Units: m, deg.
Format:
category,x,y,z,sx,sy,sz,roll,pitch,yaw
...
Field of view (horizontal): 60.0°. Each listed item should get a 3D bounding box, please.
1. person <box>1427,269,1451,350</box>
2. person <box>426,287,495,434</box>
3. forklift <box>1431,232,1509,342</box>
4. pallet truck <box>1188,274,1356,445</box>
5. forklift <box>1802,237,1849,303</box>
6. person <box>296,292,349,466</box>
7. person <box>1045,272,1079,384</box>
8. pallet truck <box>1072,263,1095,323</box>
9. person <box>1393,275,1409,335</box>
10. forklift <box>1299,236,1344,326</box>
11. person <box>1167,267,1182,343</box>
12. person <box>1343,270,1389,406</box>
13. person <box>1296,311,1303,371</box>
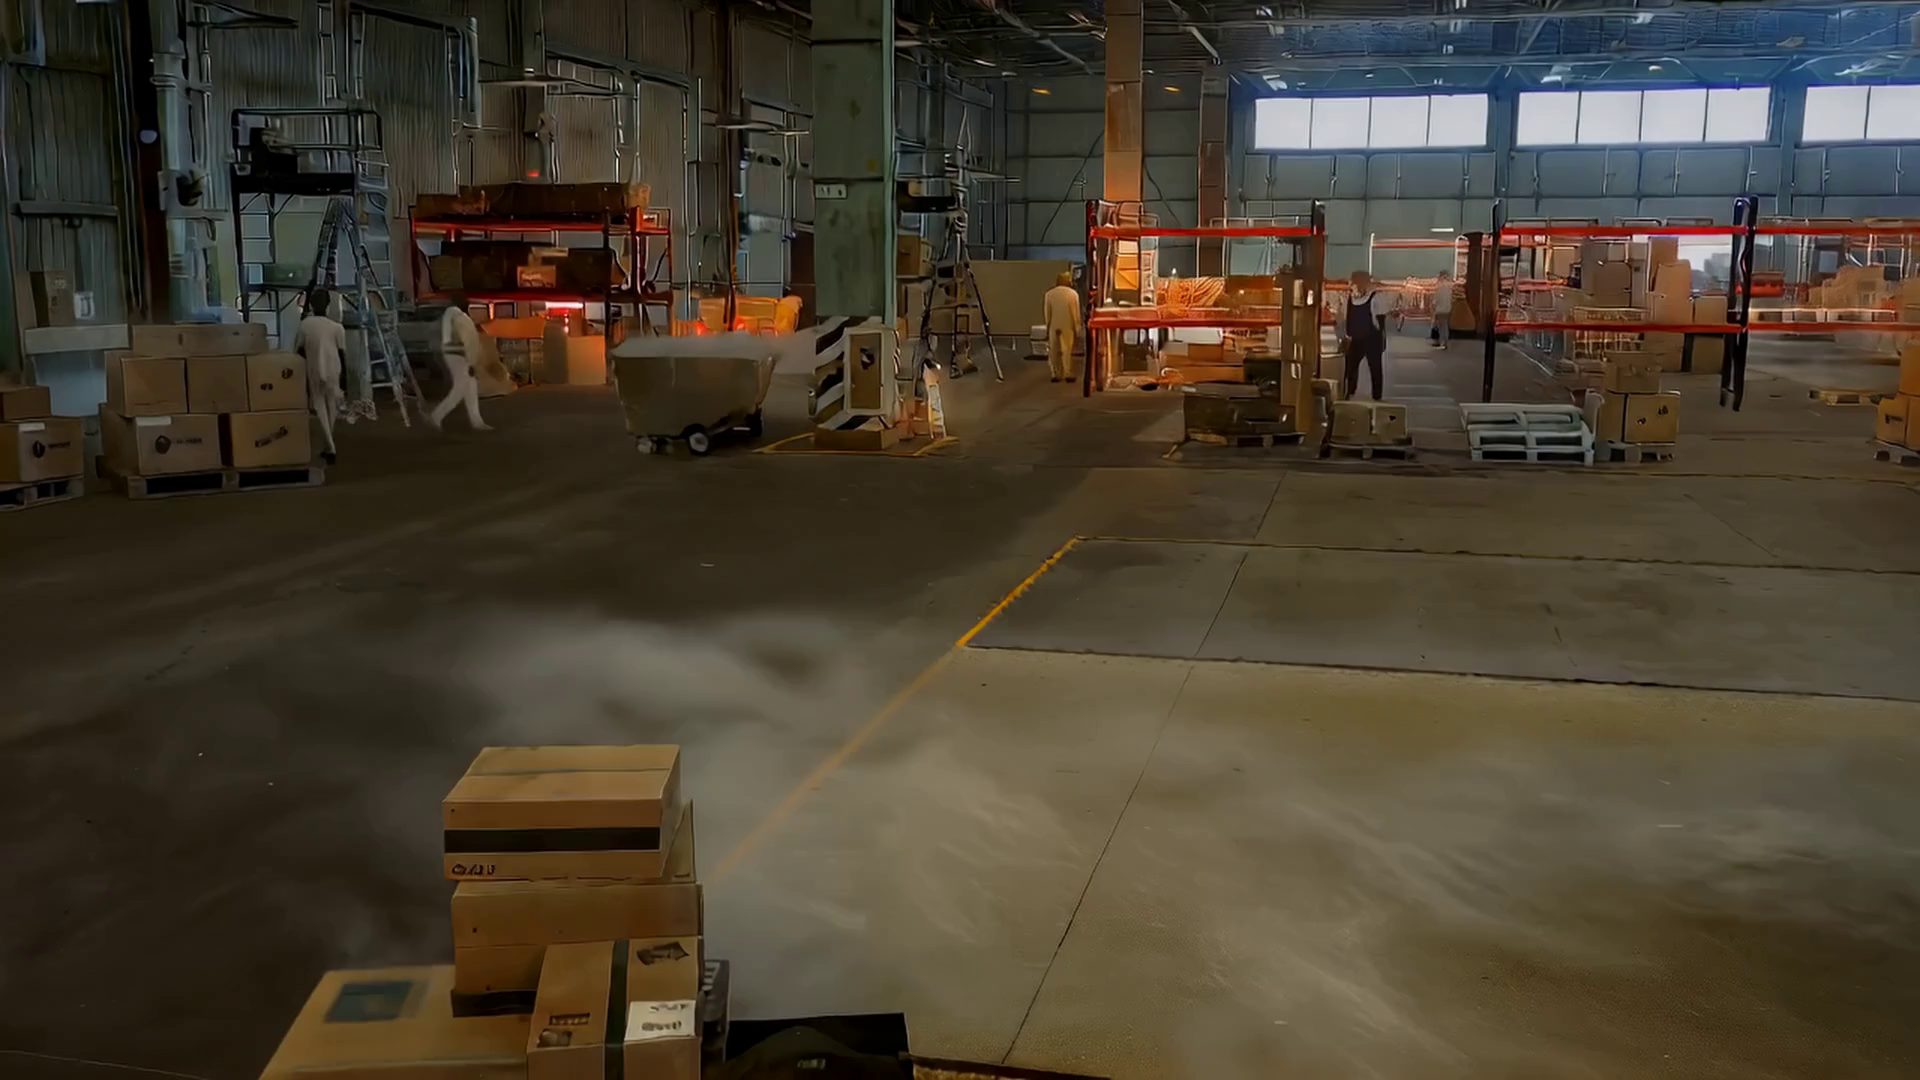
category,x,y,z,sx,sy,sz,roll,pitch,yaw
person,11.394,-5.431,39.277,0.540,1.915,0.693,9,13,42
person,-6.184,-2.195,20.444,0.838,1.817,0.628,-6,12,-34
forklift,13.182,-6.527,42.836,1.873,2.768,1.129,2,10,14
pallet truck,3.653,-2.138,19.590,1.885,1.965,0.823,-4,10,-20
forklift,27.372,-8.164,52.473,1.129,2.768,1.873,2,10,14
person,-6.739,-1.700,17.547,0.512,1.825,0.980,-8,12,-38
person,1.761,-3.650,28.697,0.631,1.931,0.365,5,11,26
pallet truck,4.325,-8.180,55.162,0.823,1.965,1.885,6,11,31
person,12.395,-6.585,46.703,0.366,1.684,0.547,9,13,44
forklift,10.809,-7.963,51.288,1.873,2.768,1.129,-4,10,-20
person,5.499,-6.035,42.695,0.347,1.943,0.545,-1,10,-9
person,5.872,-2.949,24.234,0.894,2.000,0.789,-9,13,-43
person,6.634,-4.097,31.903,0.321,1.736,0.488,6,11,31
